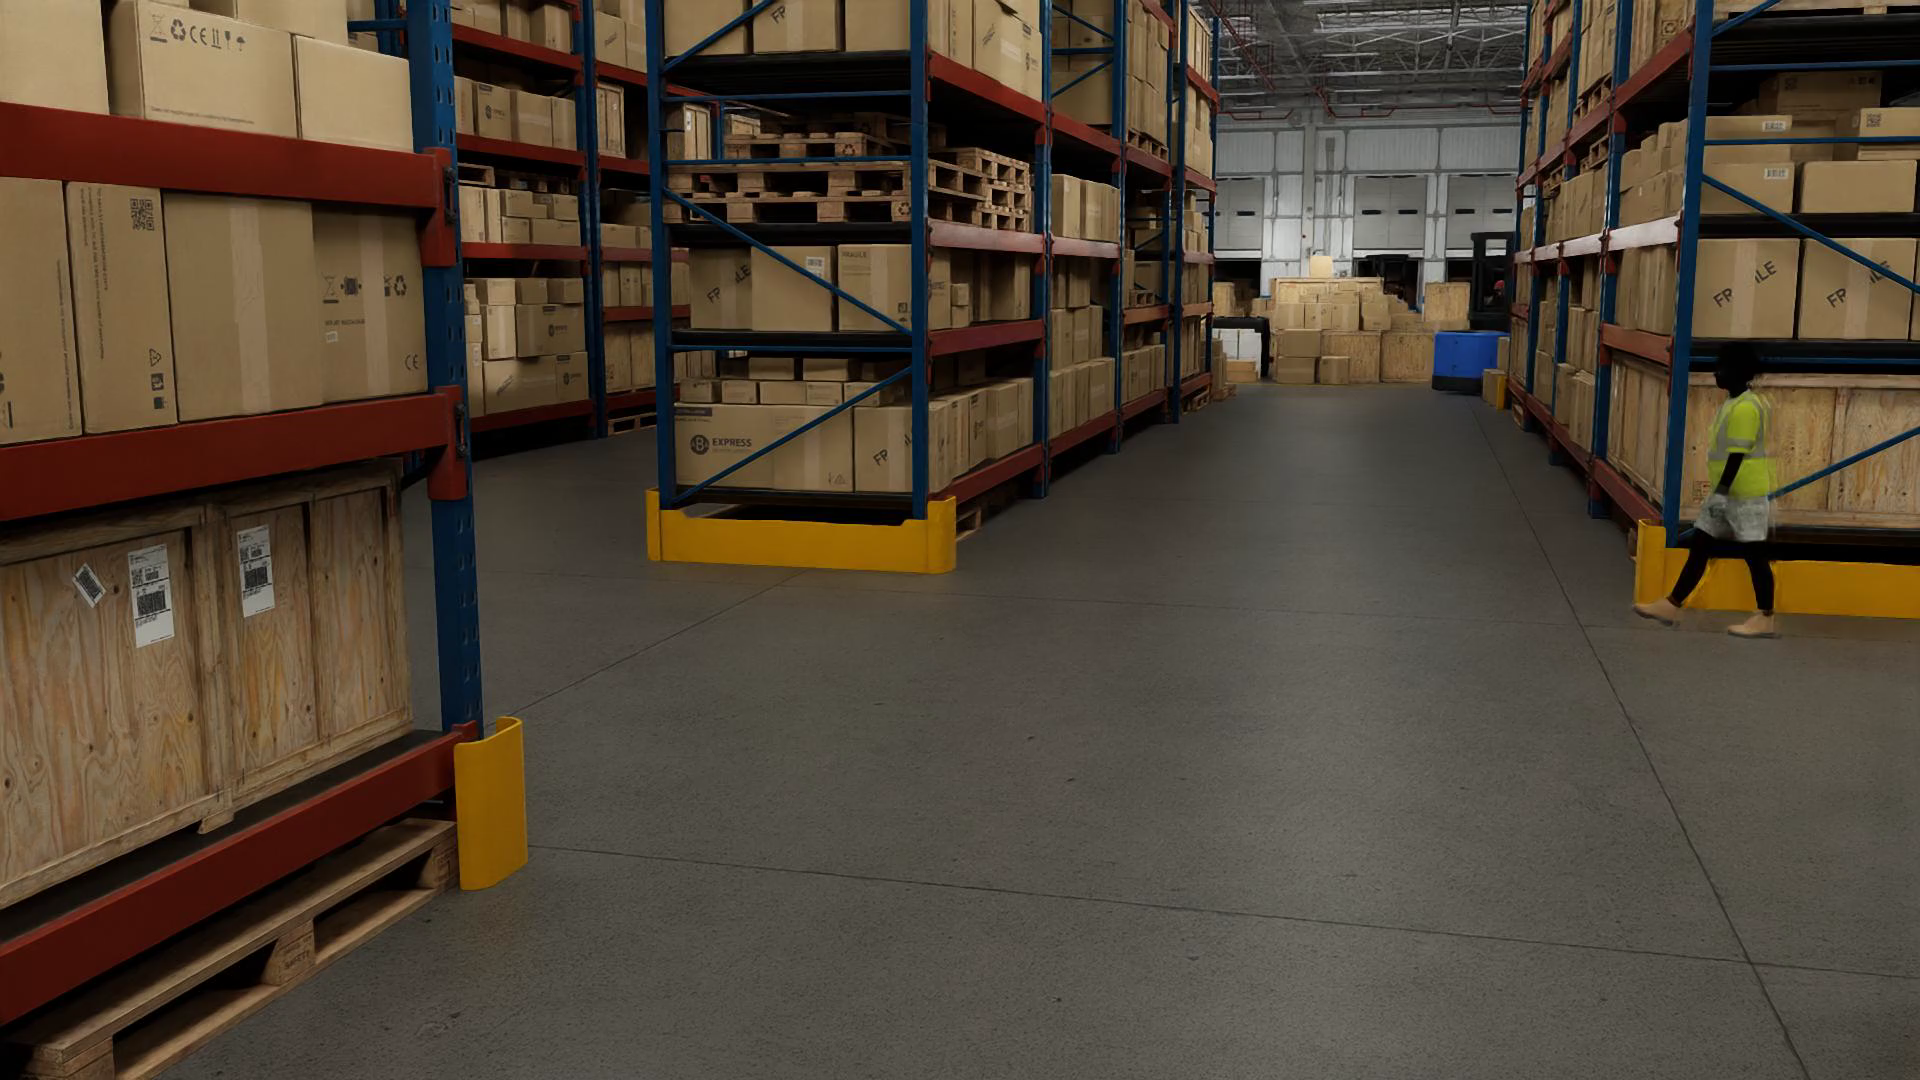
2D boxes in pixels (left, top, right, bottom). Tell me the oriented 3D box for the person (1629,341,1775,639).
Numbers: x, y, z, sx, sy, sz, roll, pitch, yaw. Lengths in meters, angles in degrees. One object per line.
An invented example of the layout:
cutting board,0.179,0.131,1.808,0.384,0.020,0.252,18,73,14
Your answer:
person,4.231,-0.276,9.354,0.820,1.656,0.557,2,9,14

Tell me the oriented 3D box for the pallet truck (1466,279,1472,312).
pallet truck,18.896,-8.459,60.307,1.885,1.965,0.823,5,10,31

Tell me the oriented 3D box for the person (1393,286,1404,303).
person,9.681,-4.698,36.914,0.429,1.839,0.634,-1,9,-8

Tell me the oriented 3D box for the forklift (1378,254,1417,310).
forklift,14.526,-8.207,55.916,1.129,2.768,1.873,-2,9,-11

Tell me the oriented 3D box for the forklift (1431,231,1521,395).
forklift,9.325,-3.983,29.078,1.873,2.768,1.129,-5,10,-30

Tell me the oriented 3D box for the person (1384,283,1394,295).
person,10.994,-5.576,42.347,0.996,1.903,0.637,2,9,14

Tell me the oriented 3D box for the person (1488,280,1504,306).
person,9.710,-3.687,29.997,0.379,1.996,0.611,-1,9,-6
